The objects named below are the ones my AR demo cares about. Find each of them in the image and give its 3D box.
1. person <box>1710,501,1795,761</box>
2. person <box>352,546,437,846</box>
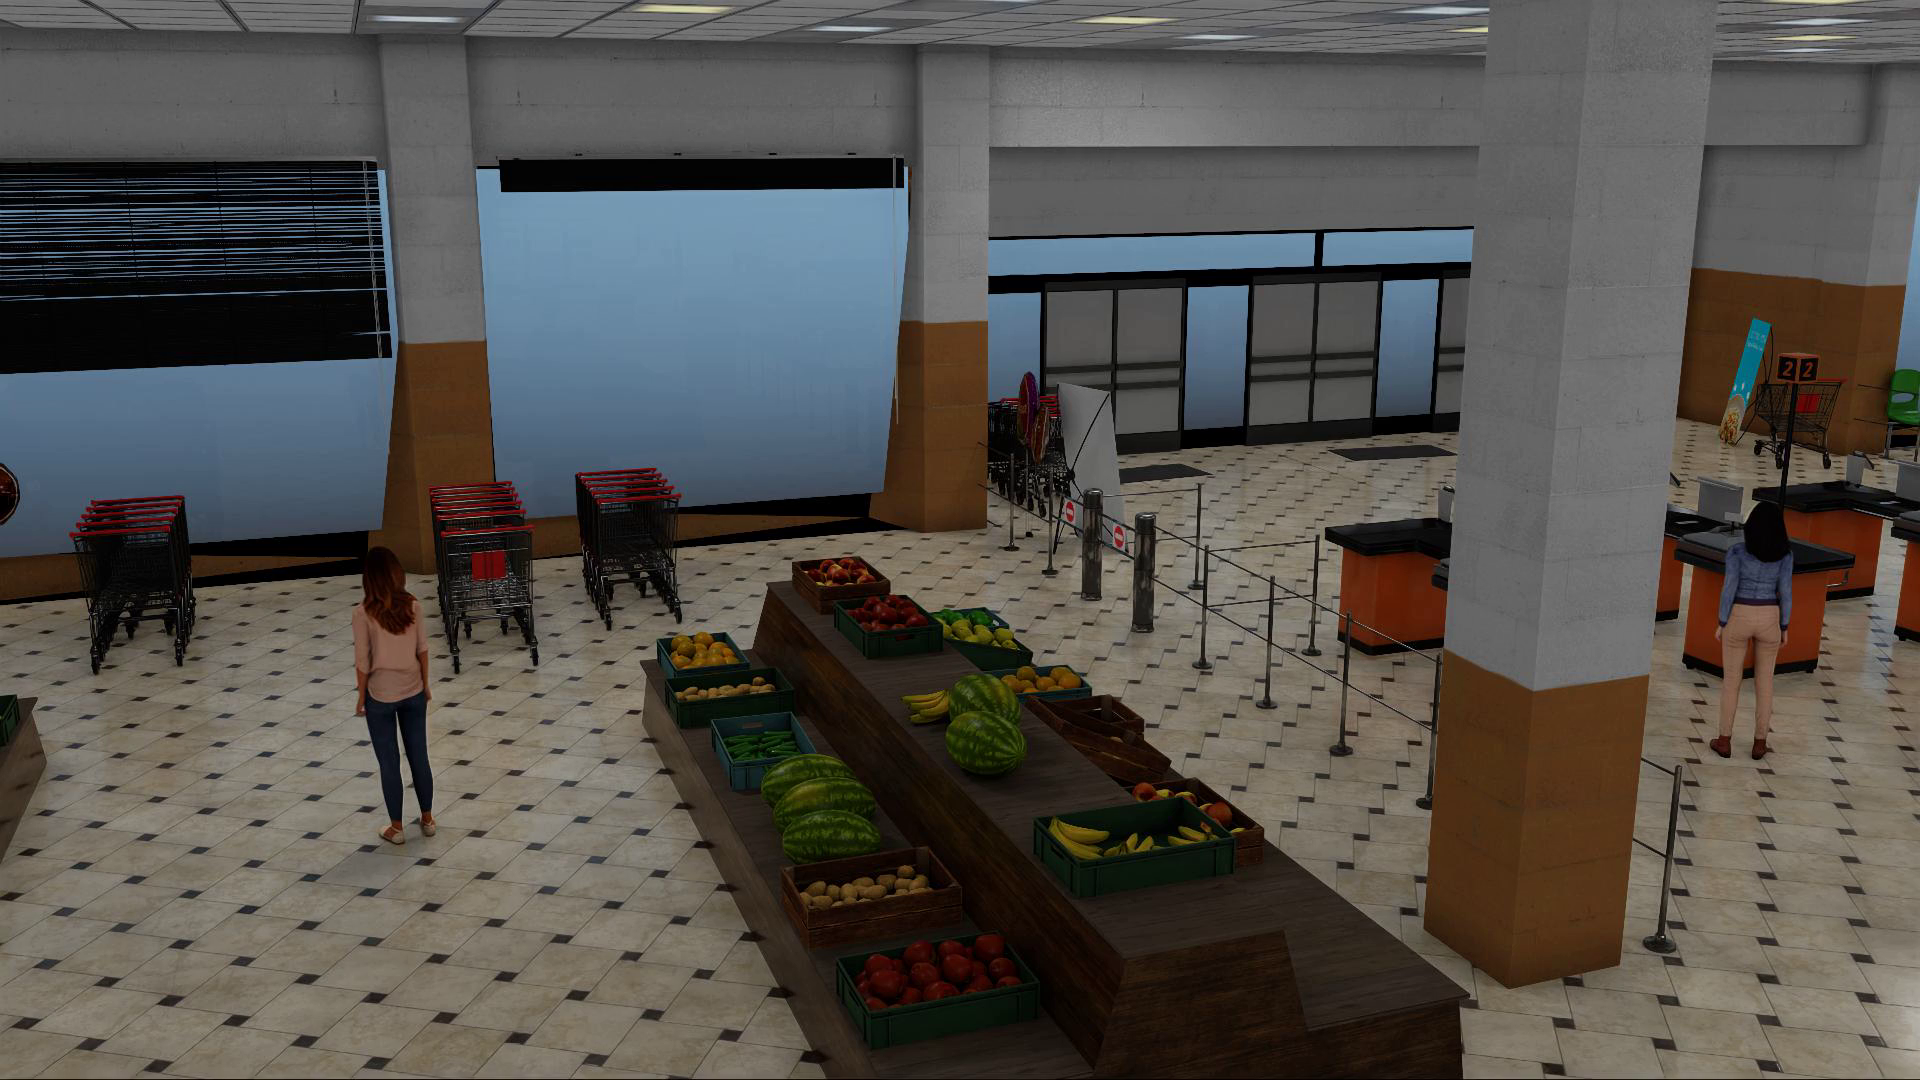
[{"bbox_3d":[5.316,0.601,11.153,0.704,1.775,0.744,4,14,16],"label":"person"},{"bbox_3d":[-3.339,0.915,9.828,0.655,1.789,0.619,-10,17,-36],"label":"person"}]
